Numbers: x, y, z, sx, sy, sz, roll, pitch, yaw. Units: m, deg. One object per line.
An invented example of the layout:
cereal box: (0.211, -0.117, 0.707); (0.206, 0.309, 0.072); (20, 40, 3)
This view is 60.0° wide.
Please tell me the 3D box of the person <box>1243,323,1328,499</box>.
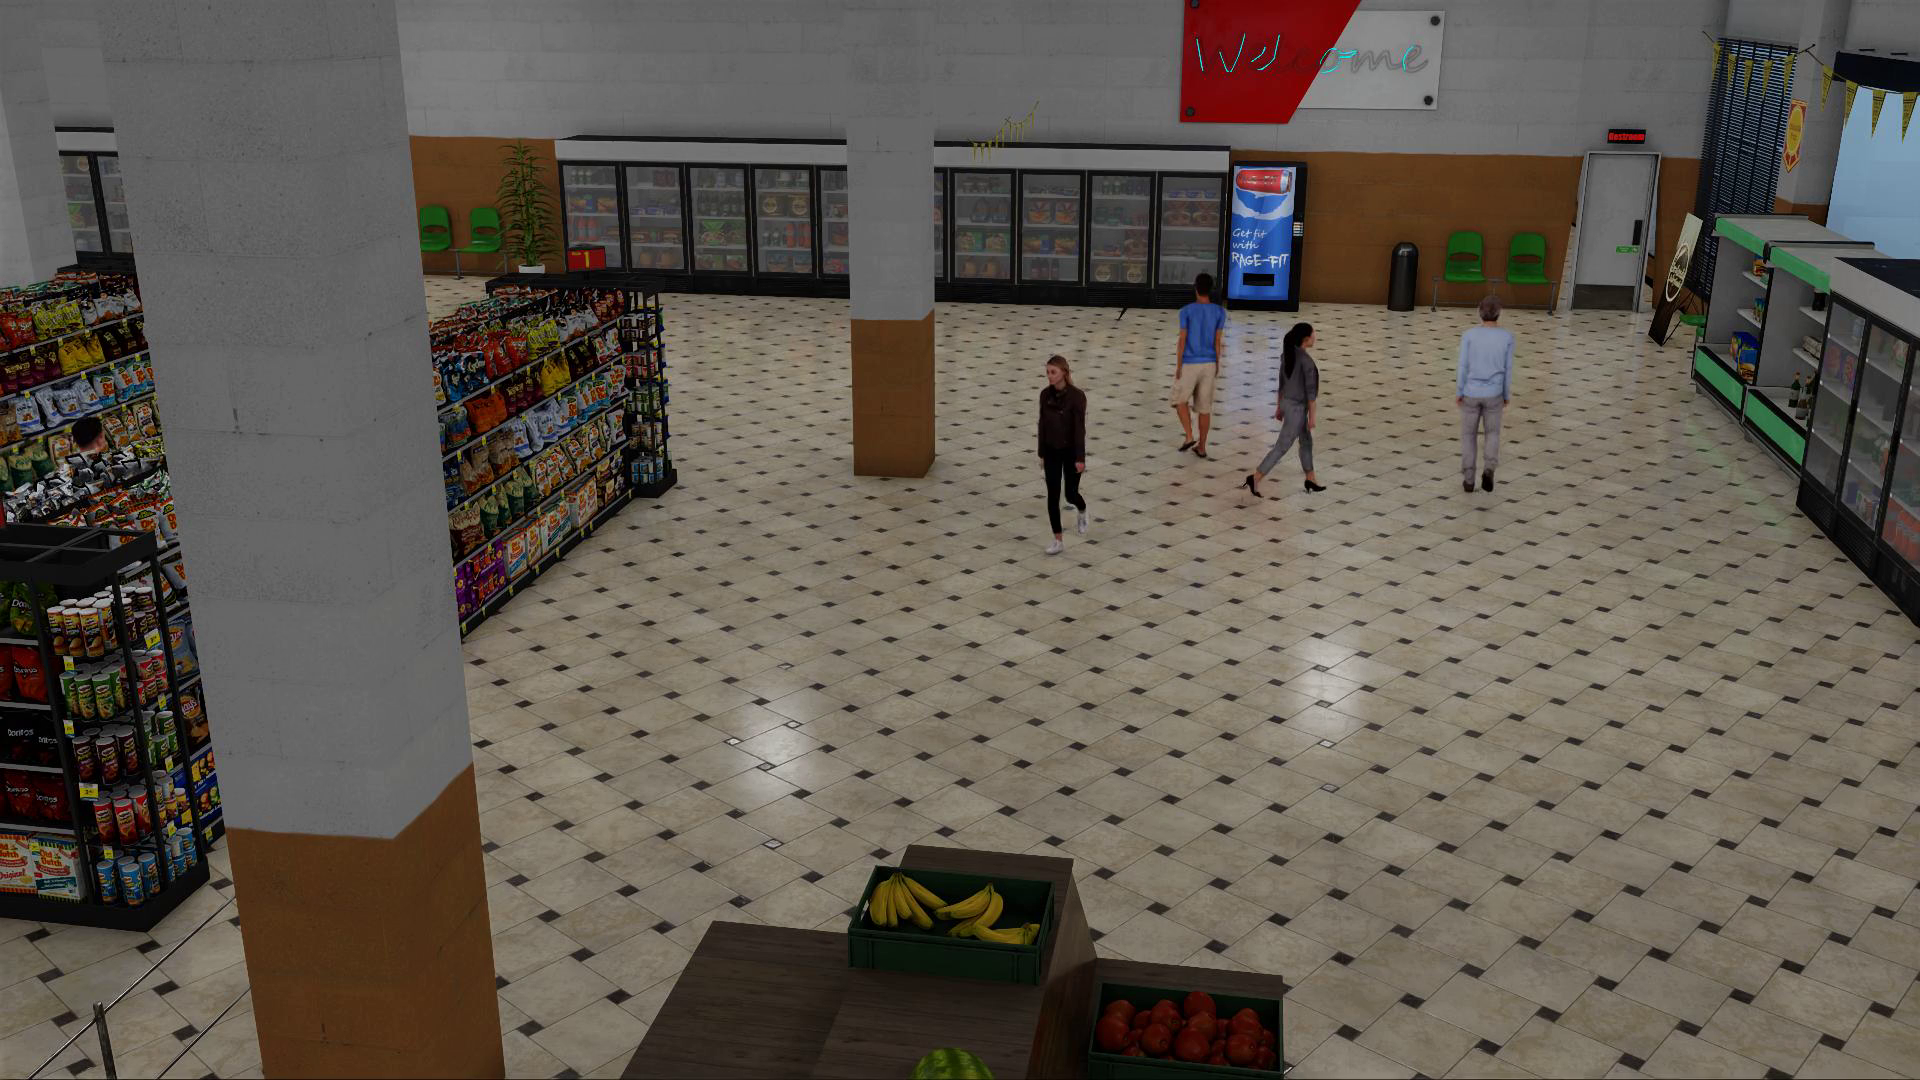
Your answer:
person: (3.006, -1.144, 15.332); (1.061, 1.633, 1.156); (-6, 20, -17)

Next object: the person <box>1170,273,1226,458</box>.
person: (2.423, -1.727, 16.726); (0.759, 1.848, 0.793); (-3, 19, -9)

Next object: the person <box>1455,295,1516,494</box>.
person: (4.852, -1.310, 15.442); (0.663, 1.877, 0.921); (4, 19, 12)

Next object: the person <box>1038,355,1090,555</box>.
person: (0.905, -0.723, 14.025); (0.797, 1.671, 0.952); (10, 21, 28)
